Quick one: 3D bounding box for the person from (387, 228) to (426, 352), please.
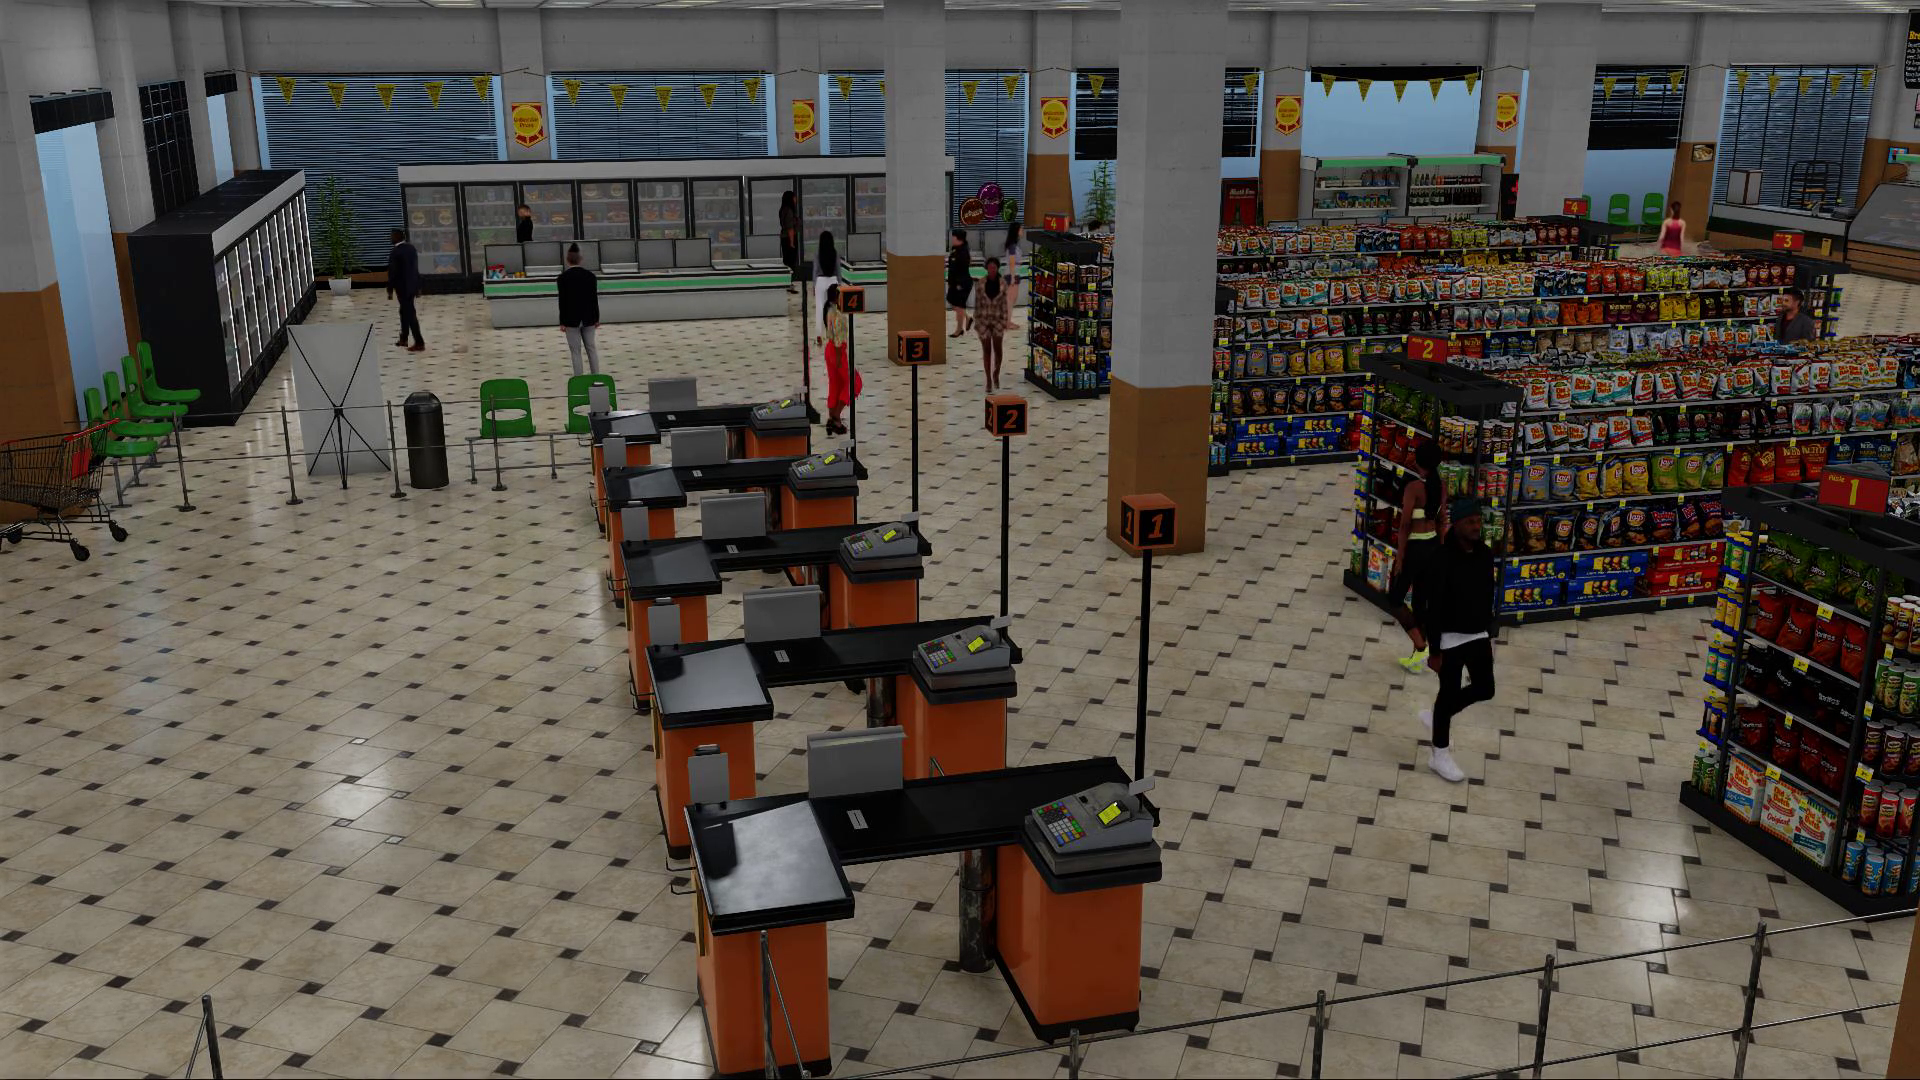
[{"bbox_3d":[-8.117,-3.688,24.599,1.053,1.805,0.968,6,18,18],"label":"person"}]

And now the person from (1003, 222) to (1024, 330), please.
[{"bbox_3d":[0.827,-4.222,26.538,0.648,1.699,0.657,2,17,6],"label":"person"}]

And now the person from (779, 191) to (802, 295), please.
[{"bbox_3d":[-3.127,-5.414,30.227,0.626,1.838,0.662,-7,18,-21],"label":"person"}]

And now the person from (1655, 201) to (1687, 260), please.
[{"bbox_3d":[12.463,-5.063,29.230,0.673,1.746,0.742,3,17,11],"label":"person"}]

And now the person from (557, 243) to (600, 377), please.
[{"bbox_3d":[-4.983,-2.915,21.796,0.632,1.954,0.826,-10,20,-30],"label":"person"}]

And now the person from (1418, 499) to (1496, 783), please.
[{"bbox_3d":[3.092,0.591,10.503,0.788,1.807,0.831,-9,19,-26],"label":"person"}]

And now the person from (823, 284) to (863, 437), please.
[{"bbox_3d":[-1.523,-2.080,19.341,0.681,1.782,0.628,-7,18,-21],"label":"person"}]

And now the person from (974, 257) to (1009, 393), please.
[{"bbox_3d":[0.397,-2.824,21.790,0.647,1.784,0.739,1,17,5],"label":"person"}]

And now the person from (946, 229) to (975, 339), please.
[{"bbox_3d":[0.066,-3.961,25.734,0.716,1.667,0.735,-2,17,-8],"label":"person"}]

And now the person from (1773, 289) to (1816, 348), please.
[{"bbox_3d":[9.247,-1.846,18.477,1.216,1.837,0.824,-8,19,-25],"label":"person"}]

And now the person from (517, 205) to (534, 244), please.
[{"bbox_3d":[-7.644,-5.106,29.508,0.576,1.666,0.622,-2,17,-8],"label":"person"}]

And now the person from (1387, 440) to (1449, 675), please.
[{"bbox_3d":[3.375,0.161,12.030,0.658,1.743,0.686,-7,18,-23],"label":"person"}]

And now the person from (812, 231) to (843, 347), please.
[{"bbox_3d":[-2.006,-3.812,25.147,0.450,1.723,0.651,-5,18,-15],"label":"person"}]
